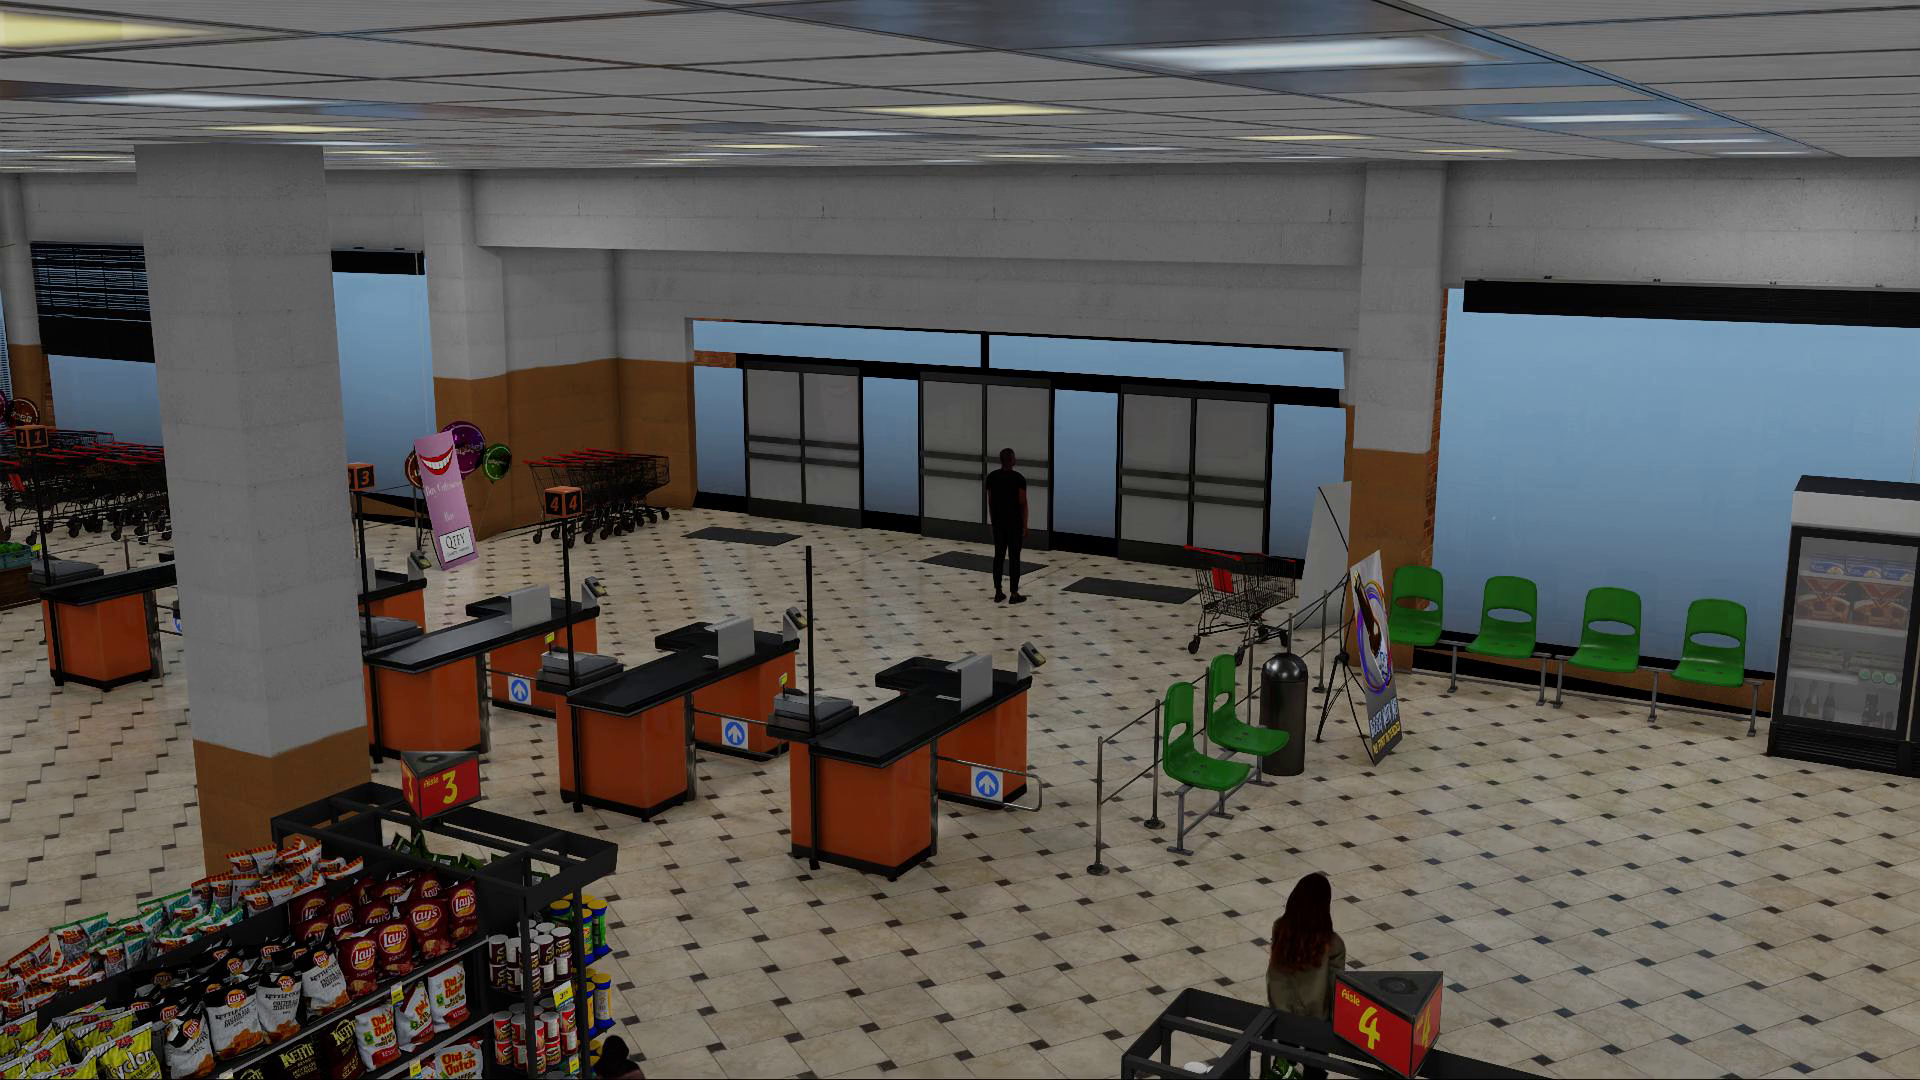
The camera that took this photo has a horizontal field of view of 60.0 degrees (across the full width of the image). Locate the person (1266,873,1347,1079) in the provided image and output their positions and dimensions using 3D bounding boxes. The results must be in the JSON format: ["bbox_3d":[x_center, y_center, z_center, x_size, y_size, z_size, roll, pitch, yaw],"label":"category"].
[{"bbox_3d":[1.661,2.359,8.193,0.644,1.464,0.758,9,15,37],"label":"person"}]

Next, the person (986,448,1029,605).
[{"bbox_3d":[0.551,-0.171,19.345,0.661,1.820,0.550,6,13,28],"label":"person"}]
